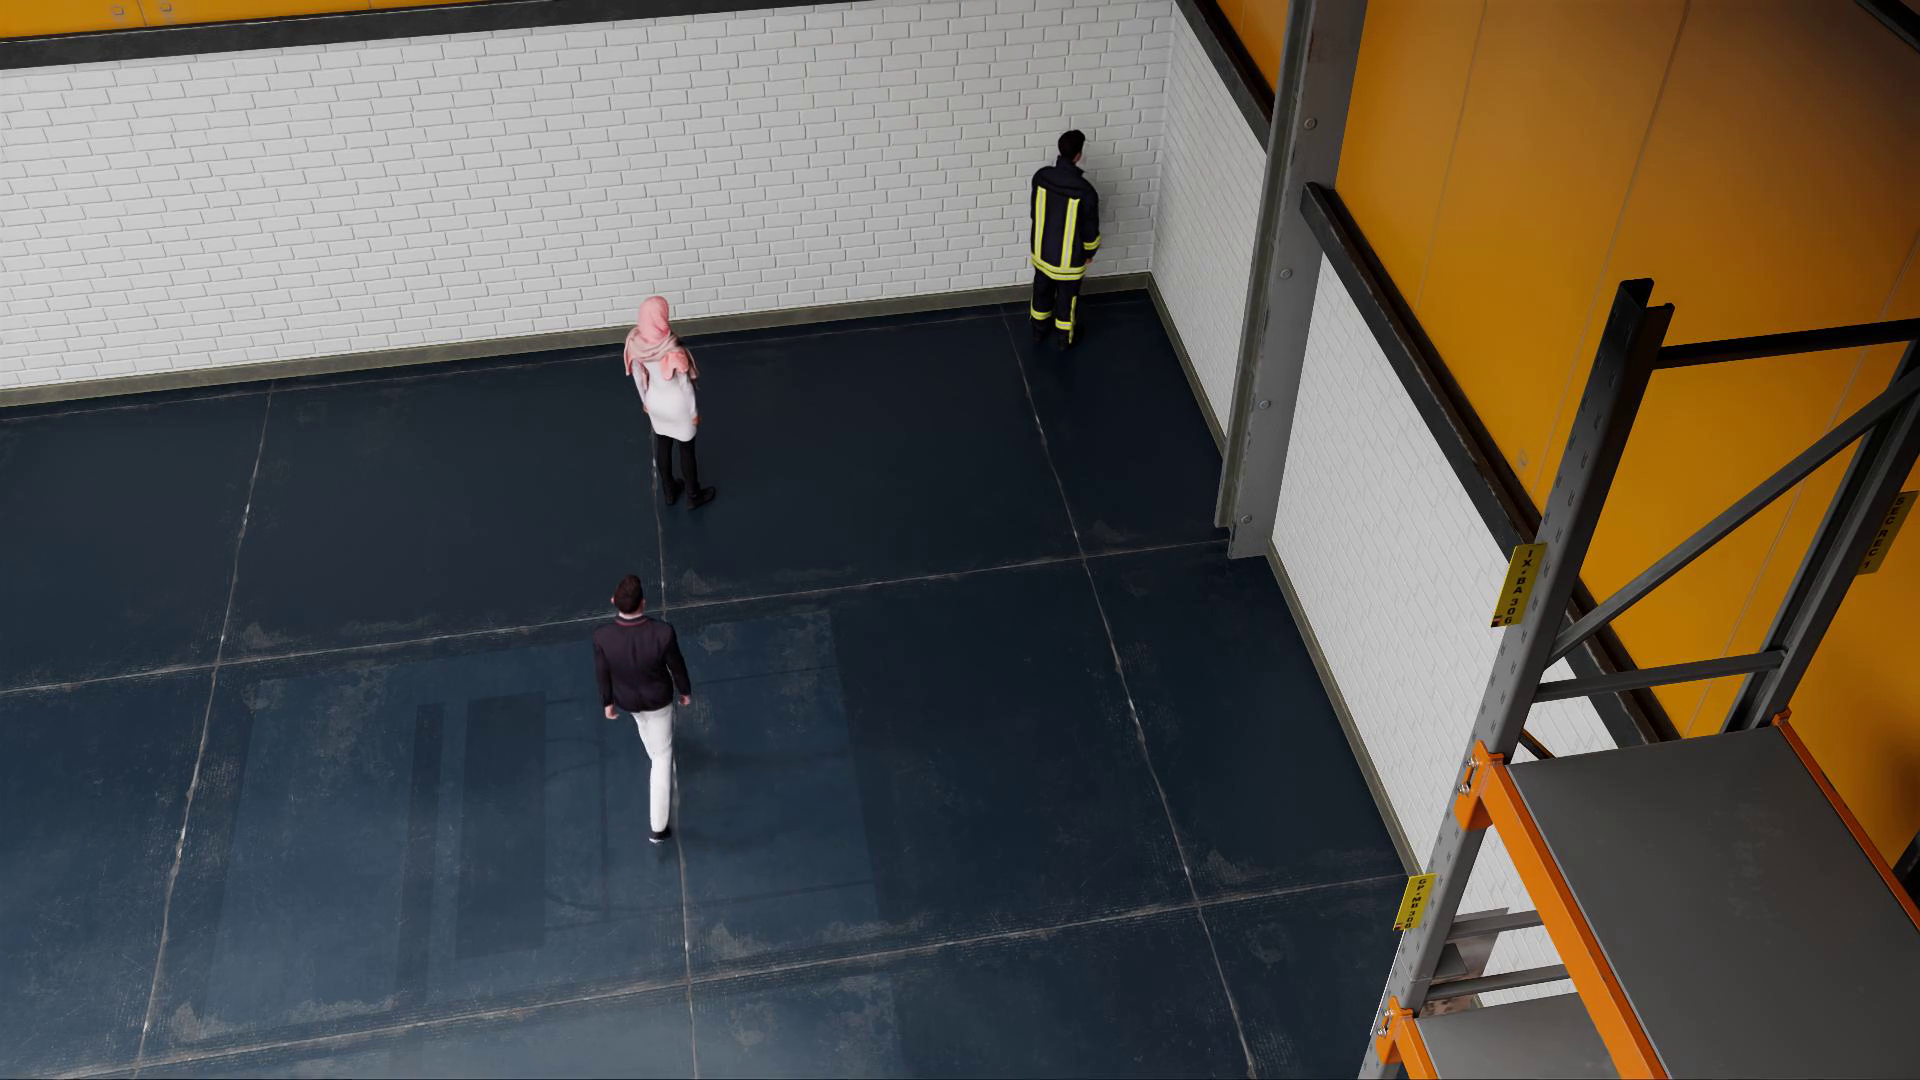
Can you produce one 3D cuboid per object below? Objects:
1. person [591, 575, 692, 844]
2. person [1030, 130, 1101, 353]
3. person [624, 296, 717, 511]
[{"bbox_3d":[-1.857,1.006,9.745,0.803,1.808,1.227,0,44,1],"label":"person"},{"bbox_3d":[0.800,-2.368,13.202,0.877,1.925,0.923,23,48,22],"label":"person"},{"bbox_3d":[-2.061,-0.956,11.808,0.738,1.804,0.769,17,46,17],"label":"person"}]
